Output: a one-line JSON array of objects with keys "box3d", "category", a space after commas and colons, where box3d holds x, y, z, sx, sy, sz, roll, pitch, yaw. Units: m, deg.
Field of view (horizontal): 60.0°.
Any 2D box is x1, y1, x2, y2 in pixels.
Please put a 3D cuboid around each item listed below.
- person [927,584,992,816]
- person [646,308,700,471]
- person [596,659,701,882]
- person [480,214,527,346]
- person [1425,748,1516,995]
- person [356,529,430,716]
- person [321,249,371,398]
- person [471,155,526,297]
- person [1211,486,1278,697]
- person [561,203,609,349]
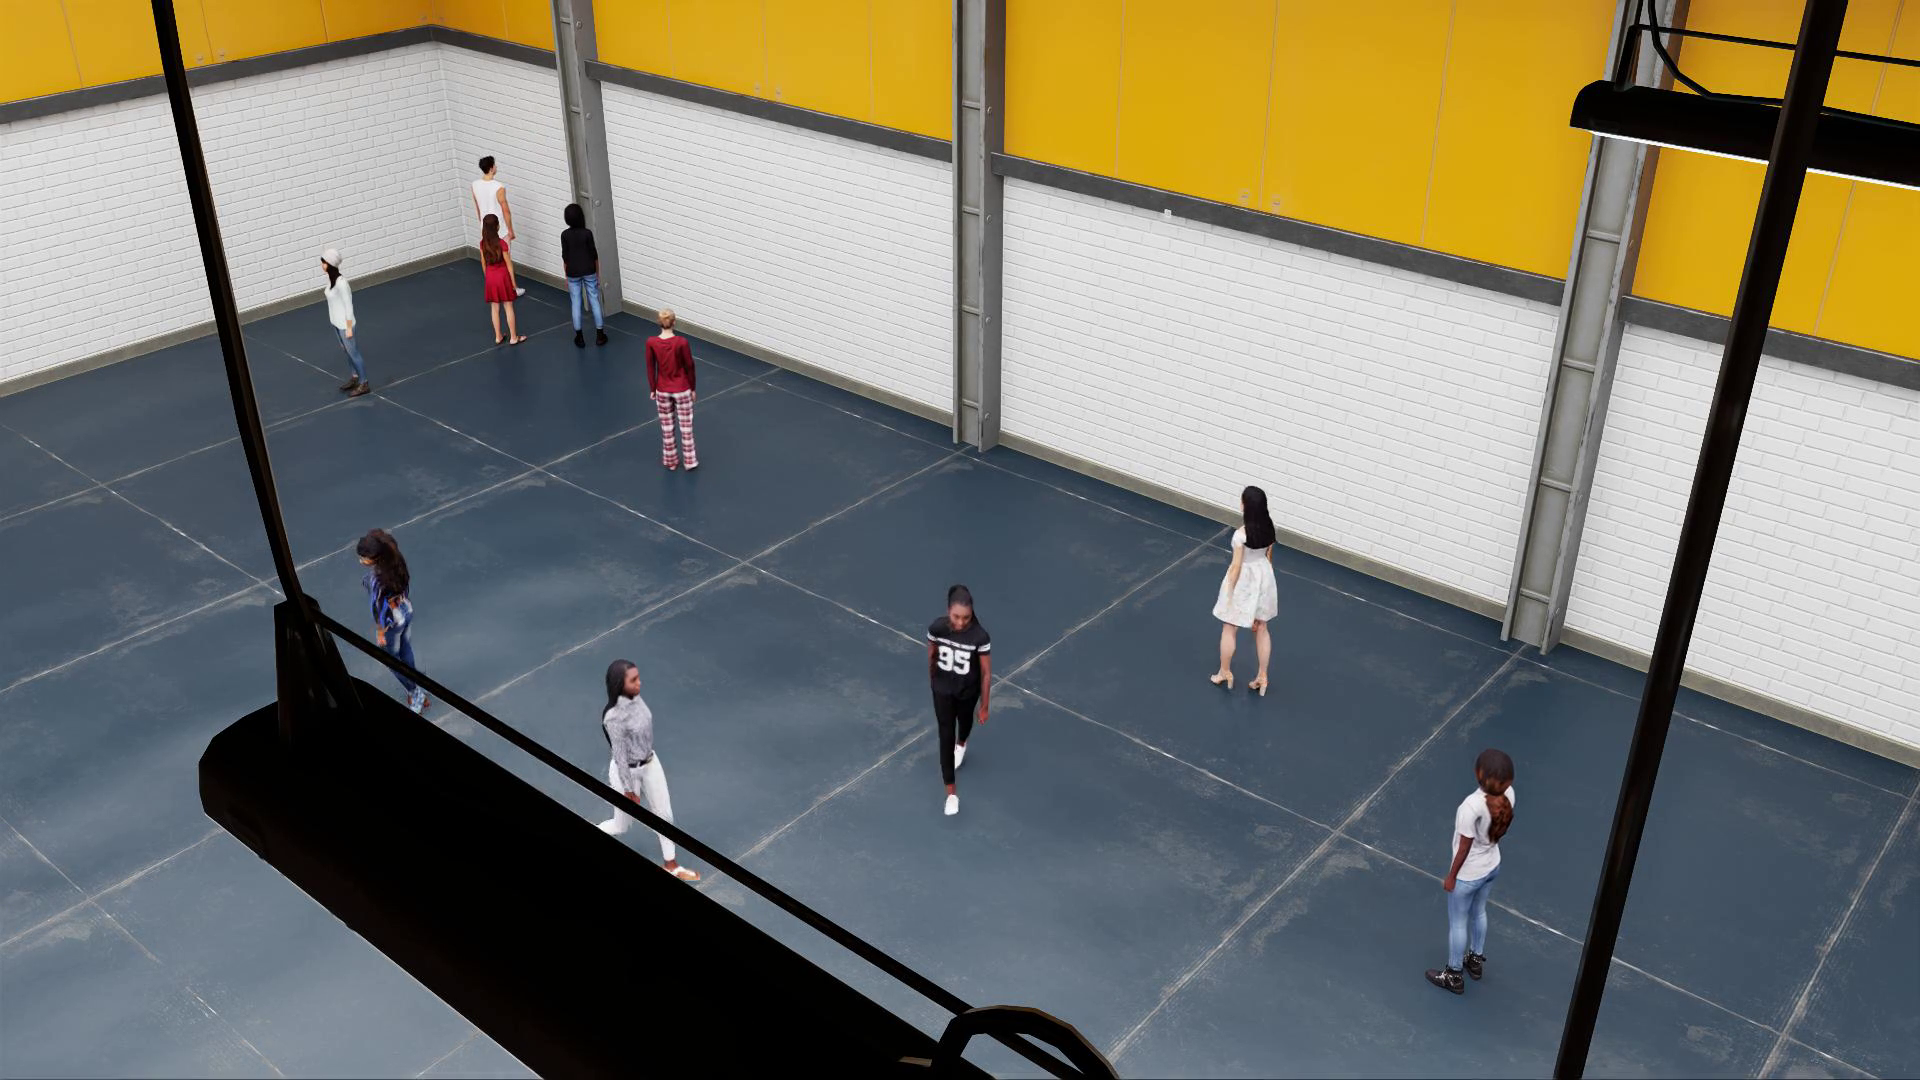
[{"box3d": [-0.023, 1.024, 11.794, 1.185, 1.677, 1.109, 5, 29, 10], "category": "person"}, {"box3d": [-2.825, -1.491, 16.382, 0.639, 1.697, 0.734, 1, 29, 2], "category": "person"}, {"box3d": [-2.204, 1.536, 10.838, 1.182, 1.694, 0.853, 10, 30, 17], "category": "person"}, {"box3d": [-5.374, -3.043, 19.378, 0.657, 1.553, 0.719, 6, 29, 11], "category": "person"}, {"box3d": [3.092, 1.977, 10.002, 0.629, 1.719, 0.584, -20, 35, -32], "category": "person"}, {"box3d": [-4.293, 0.598, 12.641, 0.747, 1.614, 0.767, 11, 31, 20], "category": "person"}, {"box3d": [-6.689, -2.368, 18.046, 0.675, 1.644, 0.507, -19, 34, -31], "category": "person"}, {"box3d": [-5.791, -3.885, 20.676, 0.612, 1.789, 0.761, 12, 31, 21], "category": "person"}, {"box3d": [2.238, 0.395, 12.848, 0.757, 1.772, 0.803, -14, 32, -24], "category": "person"}, {"box3d": [-4.377, -3.063, 19.258, 0.664, 1.703, 0.705, -6, 29, -11], "category": "person"}]
